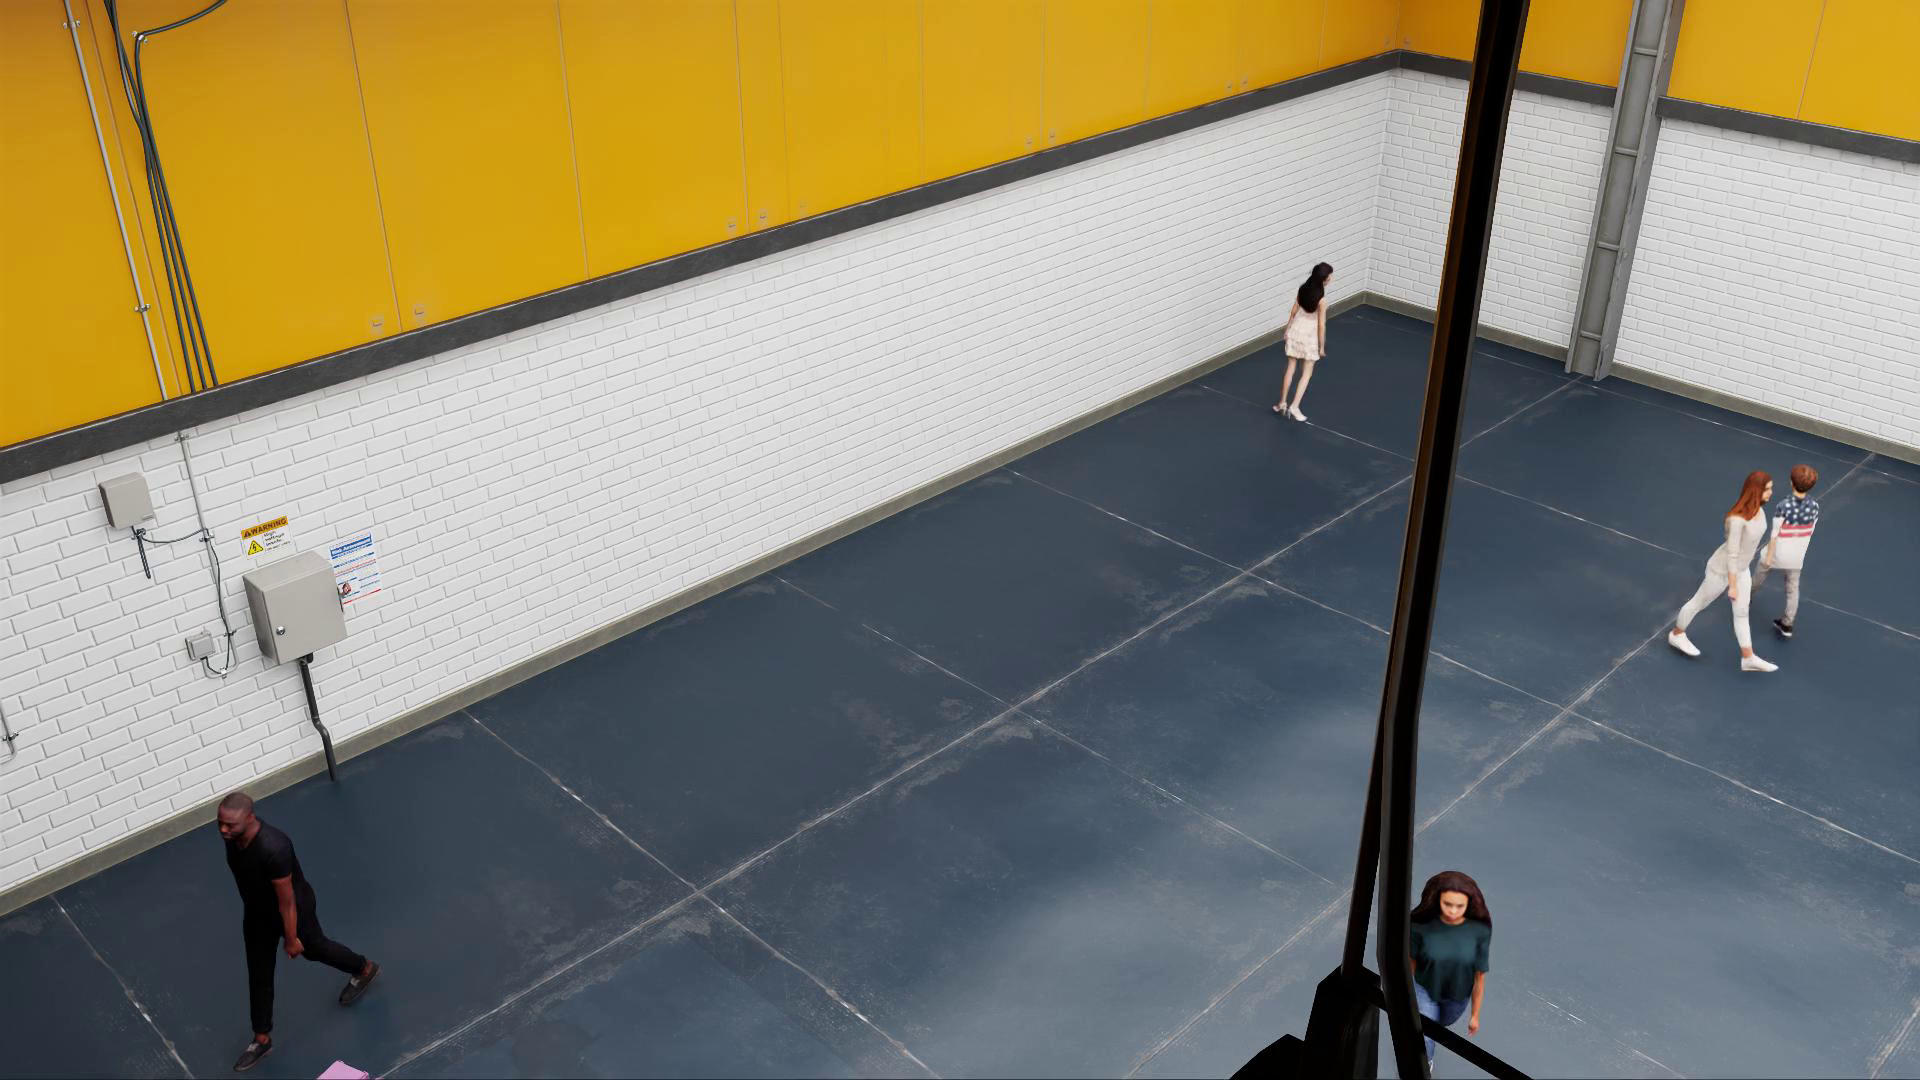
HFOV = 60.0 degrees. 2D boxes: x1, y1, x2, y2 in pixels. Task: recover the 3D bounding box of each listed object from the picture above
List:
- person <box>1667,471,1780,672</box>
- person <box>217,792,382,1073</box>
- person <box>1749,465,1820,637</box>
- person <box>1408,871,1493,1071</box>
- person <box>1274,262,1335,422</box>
[{"bbox_3d":[5.886,0.212,12.927,0.671,1.662,1.085,-22,35,-34],"label":"person"},{"bbox_3d":[-3.758,2.067,9.411,1.241,1.773,0.971,19,34,31],"label":"person"},{"bbox_3d":[6.690,0.107,13.394,0.928,1.398,1.008,-1,29,-2],"label":"person"},{"bbox_3d":[2.604,2.407,8.999,1.102,1.570,1.073,4,29,7],"label":"person"},{"bbox_3d":[3.452,-2.050,17.021,0.552,1.712,0.770,24,37,37],"label":"person"}]
